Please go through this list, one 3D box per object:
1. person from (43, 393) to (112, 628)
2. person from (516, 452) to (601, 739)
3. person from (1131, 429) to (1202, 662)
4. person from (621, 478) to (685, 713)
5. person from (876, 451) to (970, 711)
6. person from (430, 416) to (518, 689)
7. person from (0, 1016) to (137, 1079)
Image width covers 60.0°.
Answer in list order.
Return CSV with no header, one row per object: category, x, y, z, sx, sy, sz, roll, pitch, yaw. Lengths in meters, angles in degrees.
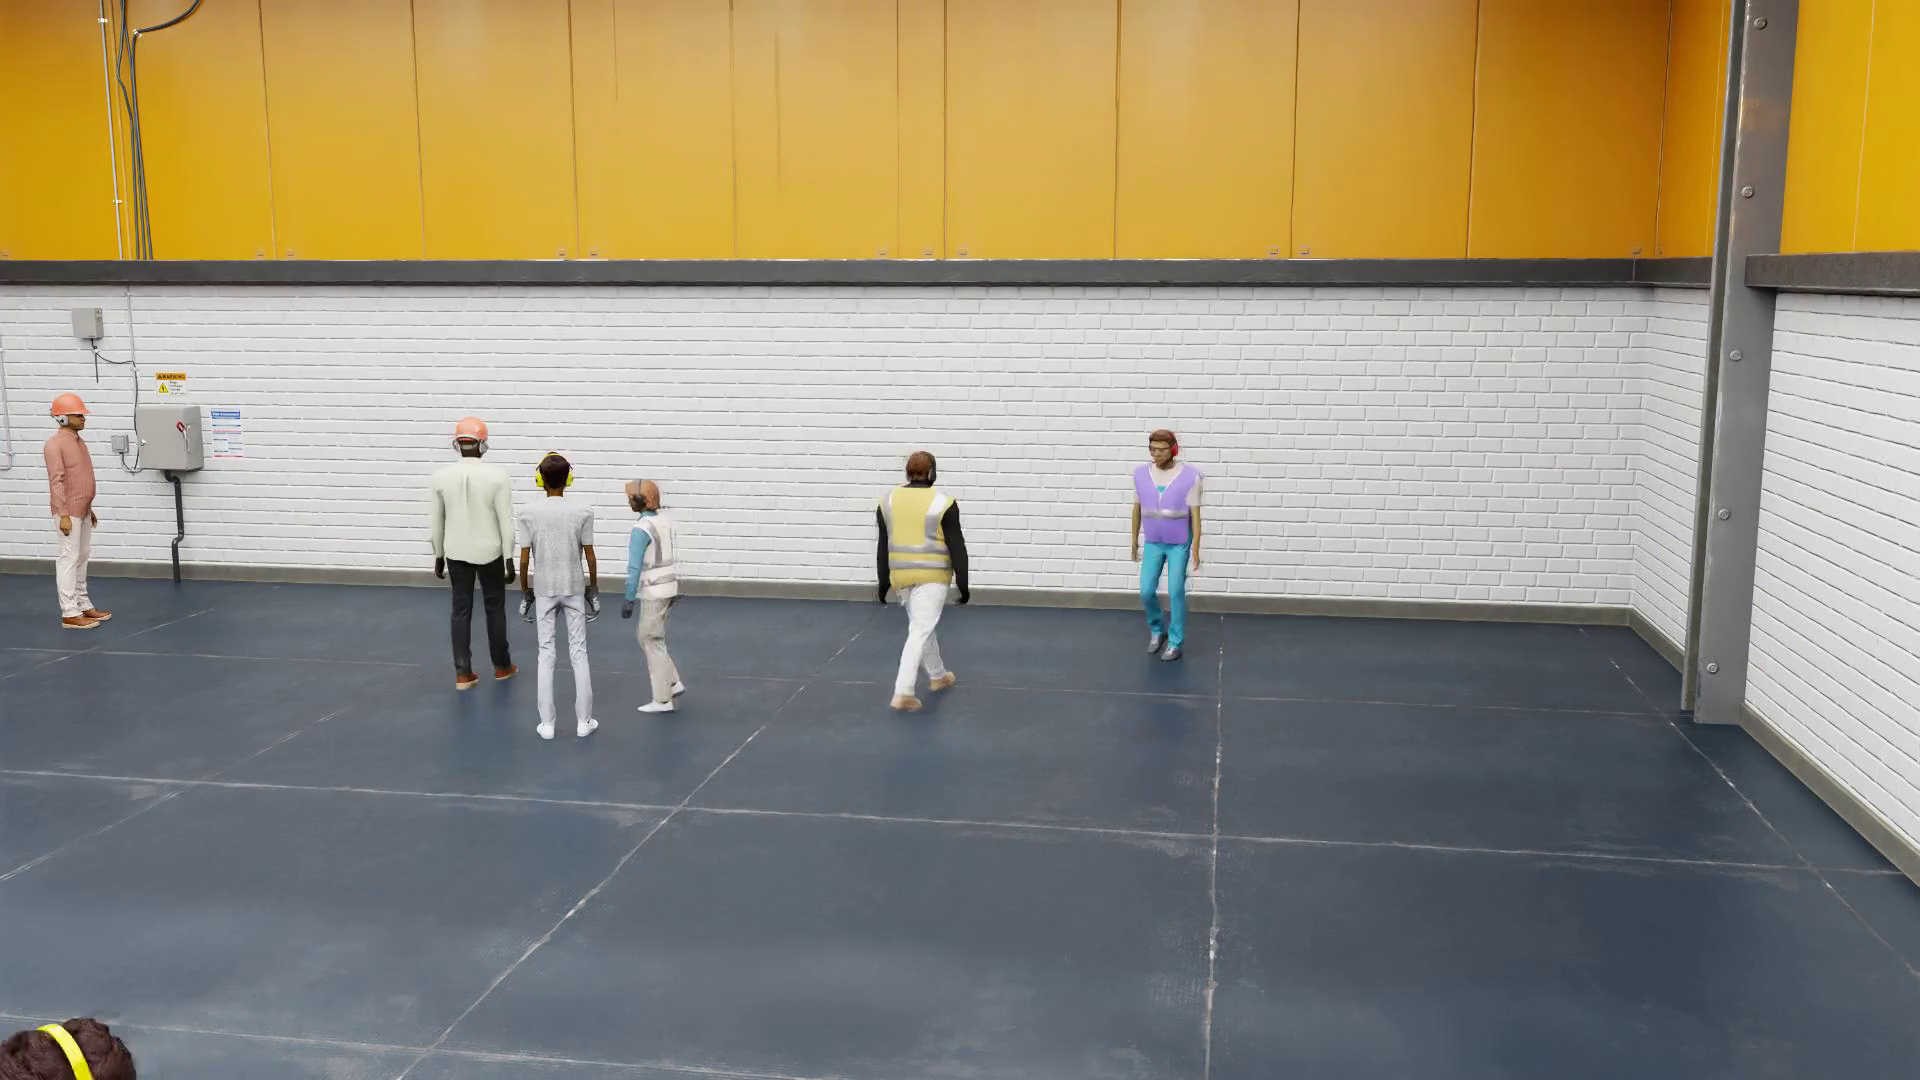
person,-7.549,-0.253,14.196,0.378,1.996,0.611,-1,9,-8
person,-2.602,0.361,10.805,0.524,1.868,0.325,-2,9,-12
person,1.610,0.037,12.935,0.611,1.822,0.434,4,10,26
person,-2.109,0.385,11.404,0.359,1.620,0.549,1,9,7
person,-0.262,0.269,11.661,0.644,1.783,1.013,5,10,27
person,-3.540,0.086,12.175,0.635,1.991,0.501,0,9,2
person,-1.352,1.663,2.793,0.543,1.858,0.469,6,11,35
